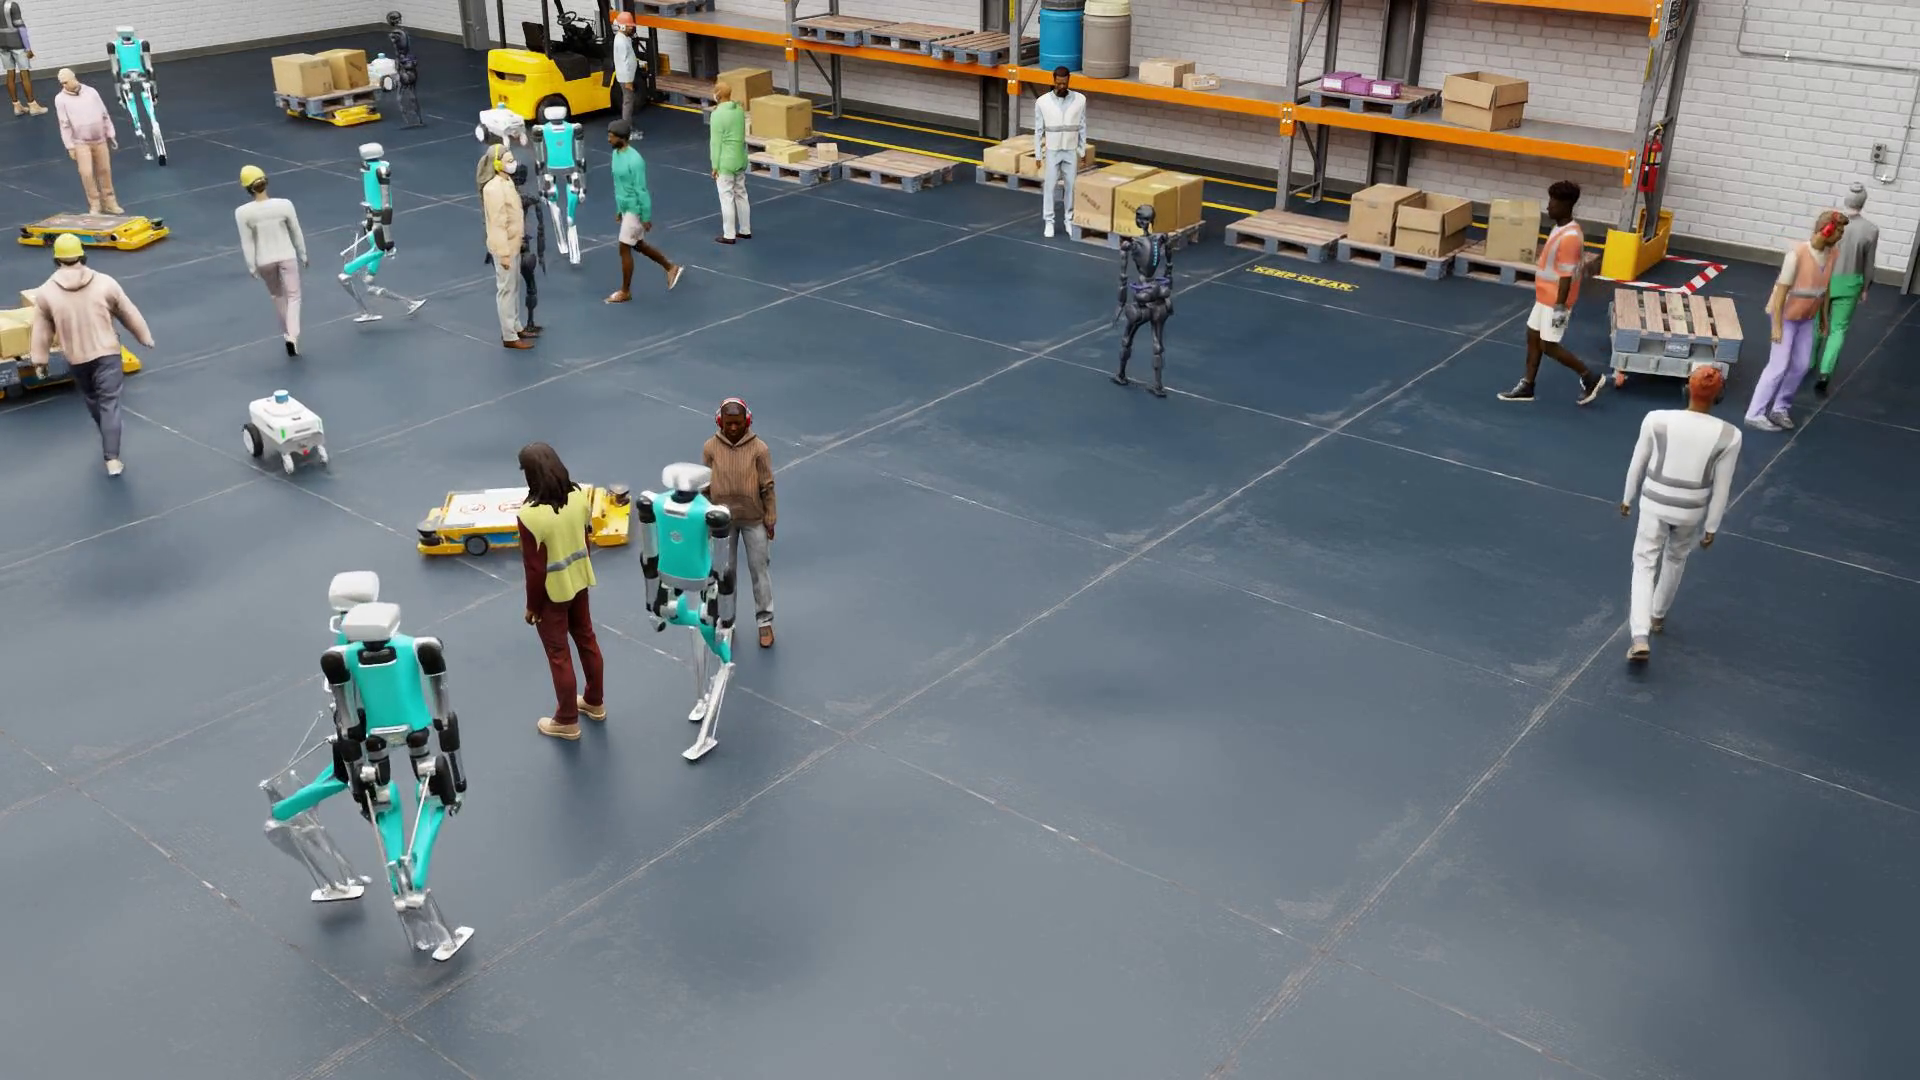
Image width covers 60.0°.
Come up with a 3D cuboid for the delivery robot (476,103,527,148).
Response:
[{"bbox_3d":[-6.401,-5.820,23.273,0.499,0.575,0.759,-23,34,-39],"label":"delivery robot"}]

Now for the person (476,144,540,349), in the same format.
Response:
[{"bbox_3d":[-4.183,-2.712,15.342,0.398,1.876,0.554,0,26,-1],"label":"person"}]

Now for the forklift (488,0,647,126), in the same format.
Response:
[{"bbox_3d":[-5.874,-7.334,24.552,1.214,2.155,2.313,19,32,34],"label":"forklift"}]

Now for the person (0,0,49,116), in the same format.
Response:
[{"bbox_3d":[-14.134,-7.382,24.817,0.608,2.048,0.363,5,26,10],"label":"person"}]

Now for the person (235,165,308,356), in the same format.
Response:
[{"bbox_3d":[-6.243,-2.547,15.176,0.532,1.721,0.813,-9,27,-19],"label":"person"}]

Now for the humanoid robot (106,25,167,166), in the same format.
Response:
[{"bbox_3d":[-10.824,-5.835,22.003,0.545,1.798,0.910,-16,30,-30],"label":"humanoid robot"}]

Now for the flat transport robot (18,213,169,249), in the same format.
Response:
[{"bbox_3d":[-9.793,-3.484,18.785,1.431,0.231,0.659,4,26,8],"label":"flat transport robot"}]

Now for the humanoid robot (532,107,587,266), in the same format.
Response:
[{"bbox_3d":[-4.262,-3.793,17.770,0.533,1.746,1.016,-8,27,-16],"label":"humanoid robot"}]

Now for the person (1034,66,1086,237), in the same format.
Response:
[{"bbox_3d":[1.128,-4.383,18.768,0.598,1.909,0.401,-5,26,-10],"label":"person"}]

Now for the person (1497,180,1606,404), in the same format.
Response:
[{"bbox_3d":[5.041,-2.032,13.862,0.749,1.943,0.605,5,26,10],"label":"person"}]

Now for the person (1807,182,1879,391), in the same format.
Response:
[{"bbox_3d":[7.591,-2.212,14.385,0.520,1.806,0.880,15,29,28],"label":"person"}]

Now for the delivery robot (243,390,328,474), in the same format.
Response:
[{"bbox_3d":[-5.301,-0.880,13.084,0.499,0.612,0.801,-21,33,-36],"label":"delivery robot"}]

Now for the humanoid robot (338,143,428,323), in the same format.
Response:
[{"bbox_3d":[-5.630,-2.861,15.811,0.995,1.749,0.557,-18,31,-32],"label":"humanoid robot"}]

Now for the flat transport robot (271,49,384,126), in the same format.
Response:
[{"bbox_3d":[-9.377,-6.411,24.848,1.431,0.231,0.659,18,31,33],"label":"flat transport robot"}]

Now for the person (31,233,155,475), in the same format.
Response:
[{"bbox_3d":[-6.694,-1.464,12.837,0.816,1.801,1.003,-8,27,-15],"label":"person"}]

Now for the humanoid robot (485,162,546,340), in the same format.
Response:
[{"bbox_3d":[-4.199,-2.684,15.559,0.621,1.647,0.593,9,27,18],"label":"humanoid robot"}]

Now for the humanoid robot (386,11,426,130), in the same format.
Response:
[{"bbox_3d":[-8.011,-6.787,24.004,0.312,1.643,0.616,1,26,1],"label":"humanoid robot"}]

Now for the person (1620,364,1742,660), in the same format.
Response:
[{"bbox_3d":[4.336,-0.169,10.104,0.574,1.855,0.903,9,27,17],"label":"person"}]

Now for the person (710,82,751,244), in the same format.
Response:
[{"bbox_3d":[-2.566,-4.198,18.540,0.390,1.778,0.534,14,29,26],"label":"person"}]

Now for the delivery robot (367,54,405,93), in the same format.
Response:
[{"bbox_3d":[-9.318,-7.527,26.848,0.517,0.610,0.781,9,27,18],"label":"delivery robot"}]

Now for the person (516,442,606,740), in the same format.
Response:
[{"bbox_3d":[-2.219,0.286,9.248,0.377,1.774,0.466,15,30,28],"label":"person"}]

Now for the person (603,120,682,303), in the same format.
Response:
[{"bbox_3d":[-3.228,-3.318,16.677,0.843,1.812,0.535,-15,29,-27],"label":"person"}]

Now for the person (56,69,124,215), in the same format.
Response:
[{"bbox_3d":[-10.231,-4.661,19.520,0.424,1.748,0.581,22,33,38],"label":"person"}]

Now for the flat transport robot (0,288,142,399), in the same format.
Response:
[{"bbox_3d":[-8.100,-1.518,14.714,1.431,0.231,0.659,-20,32,-36],"label":"flat transport robot"}]

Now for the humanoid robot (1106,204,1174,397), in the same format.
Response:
[{"bbox_3d":[1.571,-2.076,14.263,0.597,1.636,0.641,-14,29,-27],"label":"humanoid robot"}]

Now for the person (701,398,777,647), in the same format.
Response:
[{"bbox_3d":[-1.350,-0.116,10.228,0.463,1.648,0.327,1,26,2],"label":"person"}]

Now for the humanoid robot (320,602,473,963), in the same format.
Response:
[{"bbox_3d":[-2.506,1.196,7.409,0.564,1.772,0.752,-2,26,-5],"label":"humanoid robot"}]

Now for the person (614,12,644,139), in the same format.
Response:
[{"bbox_3d":[-4.672,-6.538,23.420,0.347,1.739,0.571,-5,26,-10],"label":"person"}]

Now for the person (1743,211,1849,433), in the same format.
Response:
[{"bbox_3d":[6.764,-1.789,13.506,0.587,1.804,0.424,-13,29,-25],"label":"person"}]

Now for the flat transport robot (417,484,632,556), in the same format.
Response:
[{"bbox_3d":[-3.090,-0.147,11.875,1.431,0.231,0.659,-3,26,-7],"label":"flat transport robot"}]

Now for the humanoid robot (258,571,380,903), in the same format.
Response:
[{"bbox_3d":[-3.013,1.000,7.819,0.821,1.759,0.537,-8,27,-16],"label":"humanoid robot"}]

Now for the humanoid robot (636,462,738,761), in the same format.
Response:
[{"bbox_3d":[-1.408,0.312,9.254,0.575,1.771,0.875,7,27,15],"label":"humanoid robot"}]
